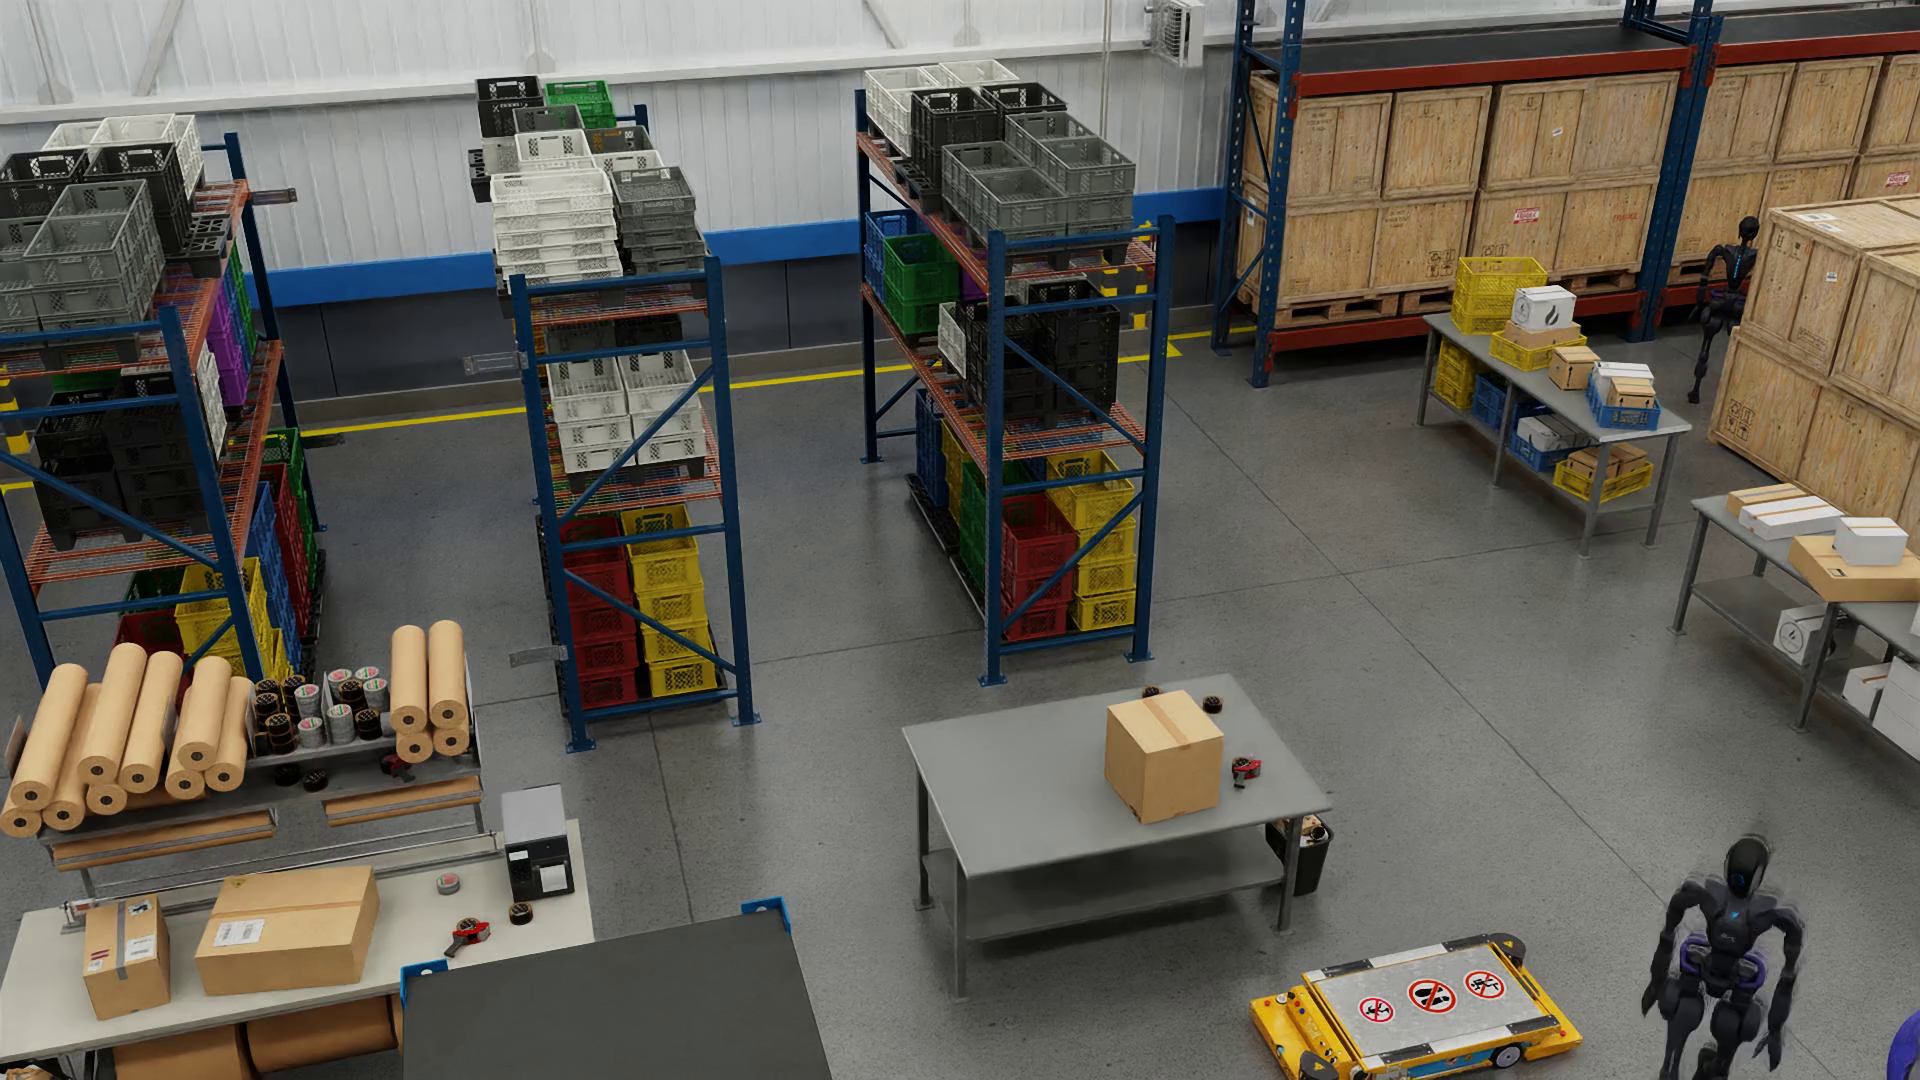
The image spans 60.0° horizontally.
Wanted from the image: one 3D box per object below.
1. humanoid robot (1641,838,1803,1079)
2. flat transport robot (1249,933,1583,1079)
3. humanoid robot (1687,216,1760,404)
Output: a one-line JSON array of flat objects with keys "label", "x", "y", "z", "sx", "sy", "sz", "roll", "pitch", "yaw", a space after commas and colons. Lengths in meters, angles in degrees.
[{"label": "humanoid robot", "x": 3.290, "y": 1.947, "z": 7.199, "sx": 0.580, "sy": 1.635, "sz": 0.686, "roll": 14, "pitch": 32, "yaw": 24}, {"label": "flat transport robot", "x": 2.184, "y": 2.282, "z": 7.980, "sx": 1.431, "sy": 0.197, "sz": 0.652, "roll": -8, "pitch": 30, "yaw": -14}, {"label": "humanoid robot", "x": 6.584, "y": -1.964, "z": 14.257, "sx": 0.606, "sy": 1.657, "sz": 0.321, "roll": 15, "pitch": 32, "yaw": 25}]
